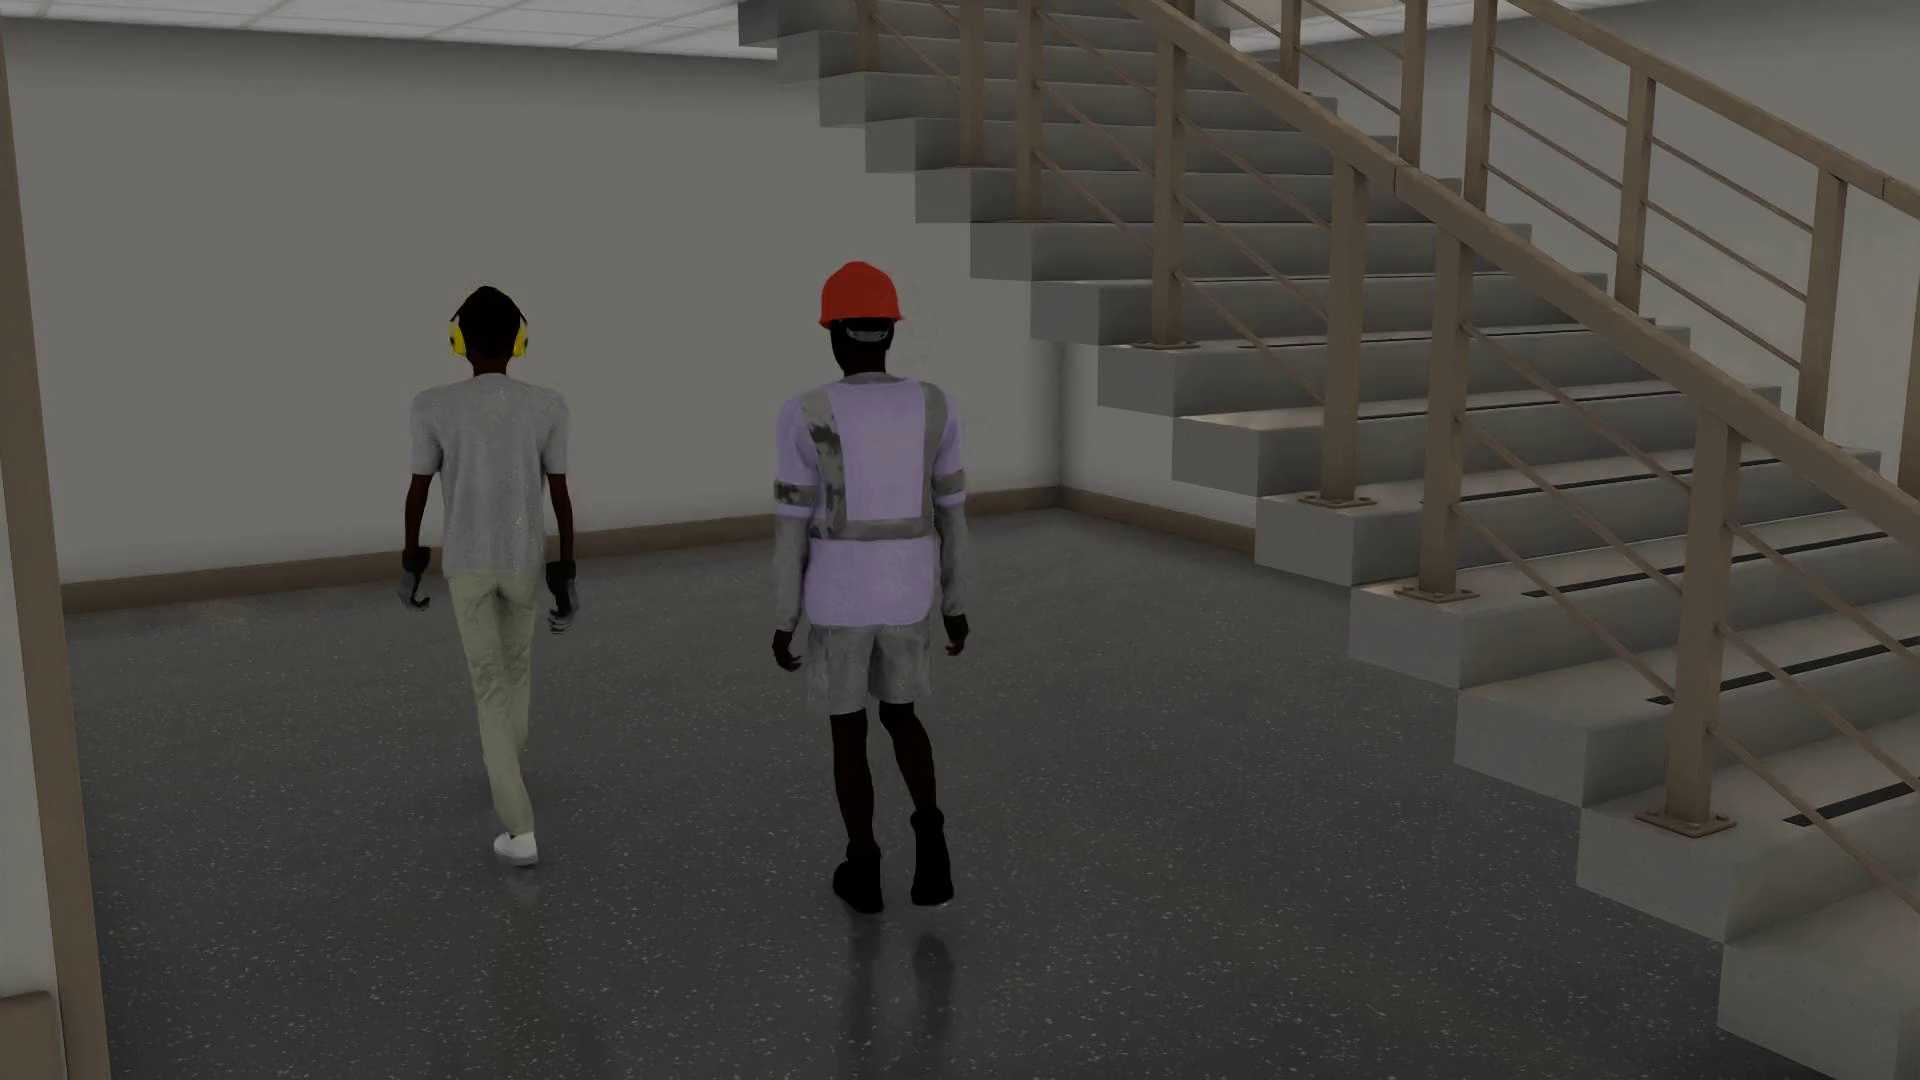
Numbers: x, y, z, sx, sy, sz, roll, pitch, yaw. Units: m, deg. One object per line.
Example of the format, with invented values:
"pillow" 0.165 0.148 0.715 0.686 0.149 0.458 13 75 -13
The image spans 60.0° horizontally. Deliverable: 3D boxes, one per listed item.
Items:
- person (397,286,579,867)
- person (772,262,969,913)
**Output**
"person" -1.549 0.090 5.459 0.538 1.818 0.978 -5 12 -26
"person" -0.246 0.171 4.778 0.574 1.916 0.540 -5 12 -22
